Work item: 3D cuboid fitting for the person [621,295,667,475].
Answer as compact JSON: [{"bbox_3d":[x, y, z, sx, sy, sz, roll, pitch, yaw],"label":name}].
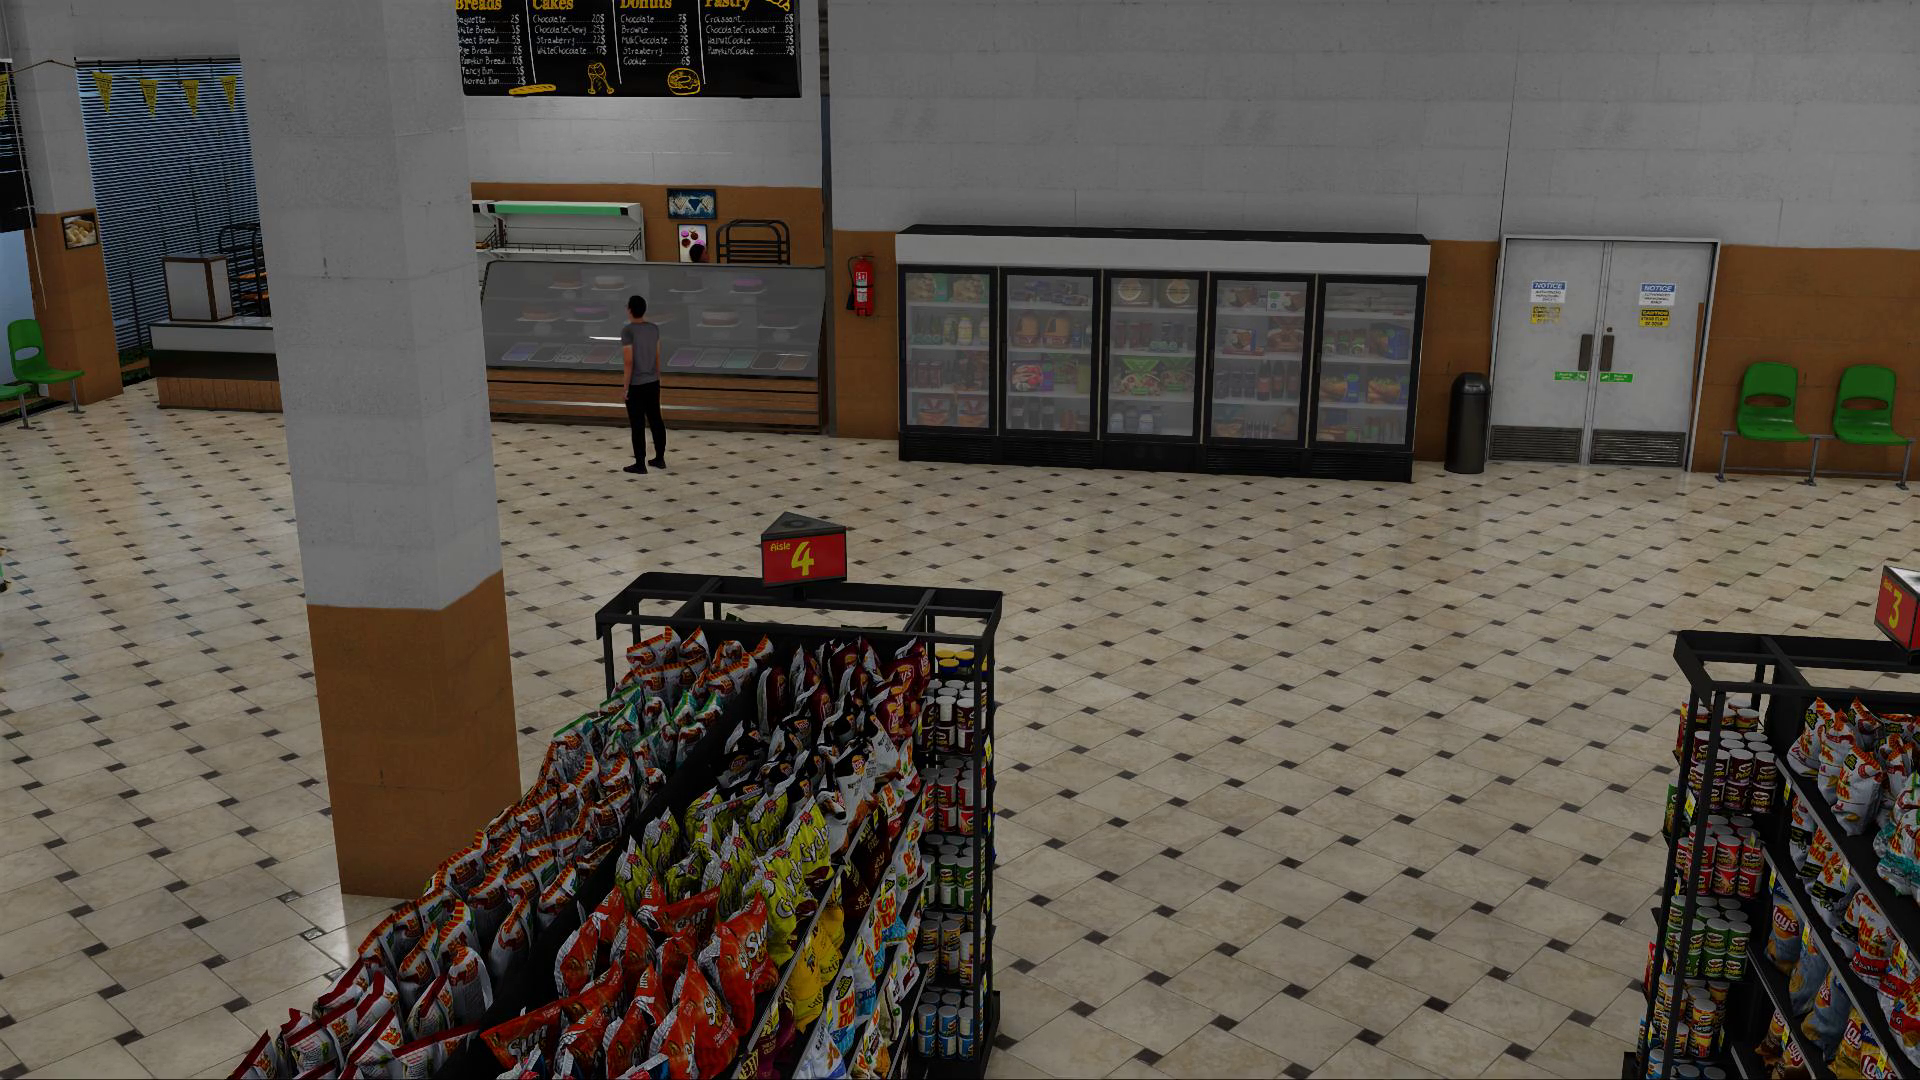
[{"bbox_3d":[-3.145,-1.545,16.430,0.763,1.754,0.633,12,21,35],"label":"person"}]
